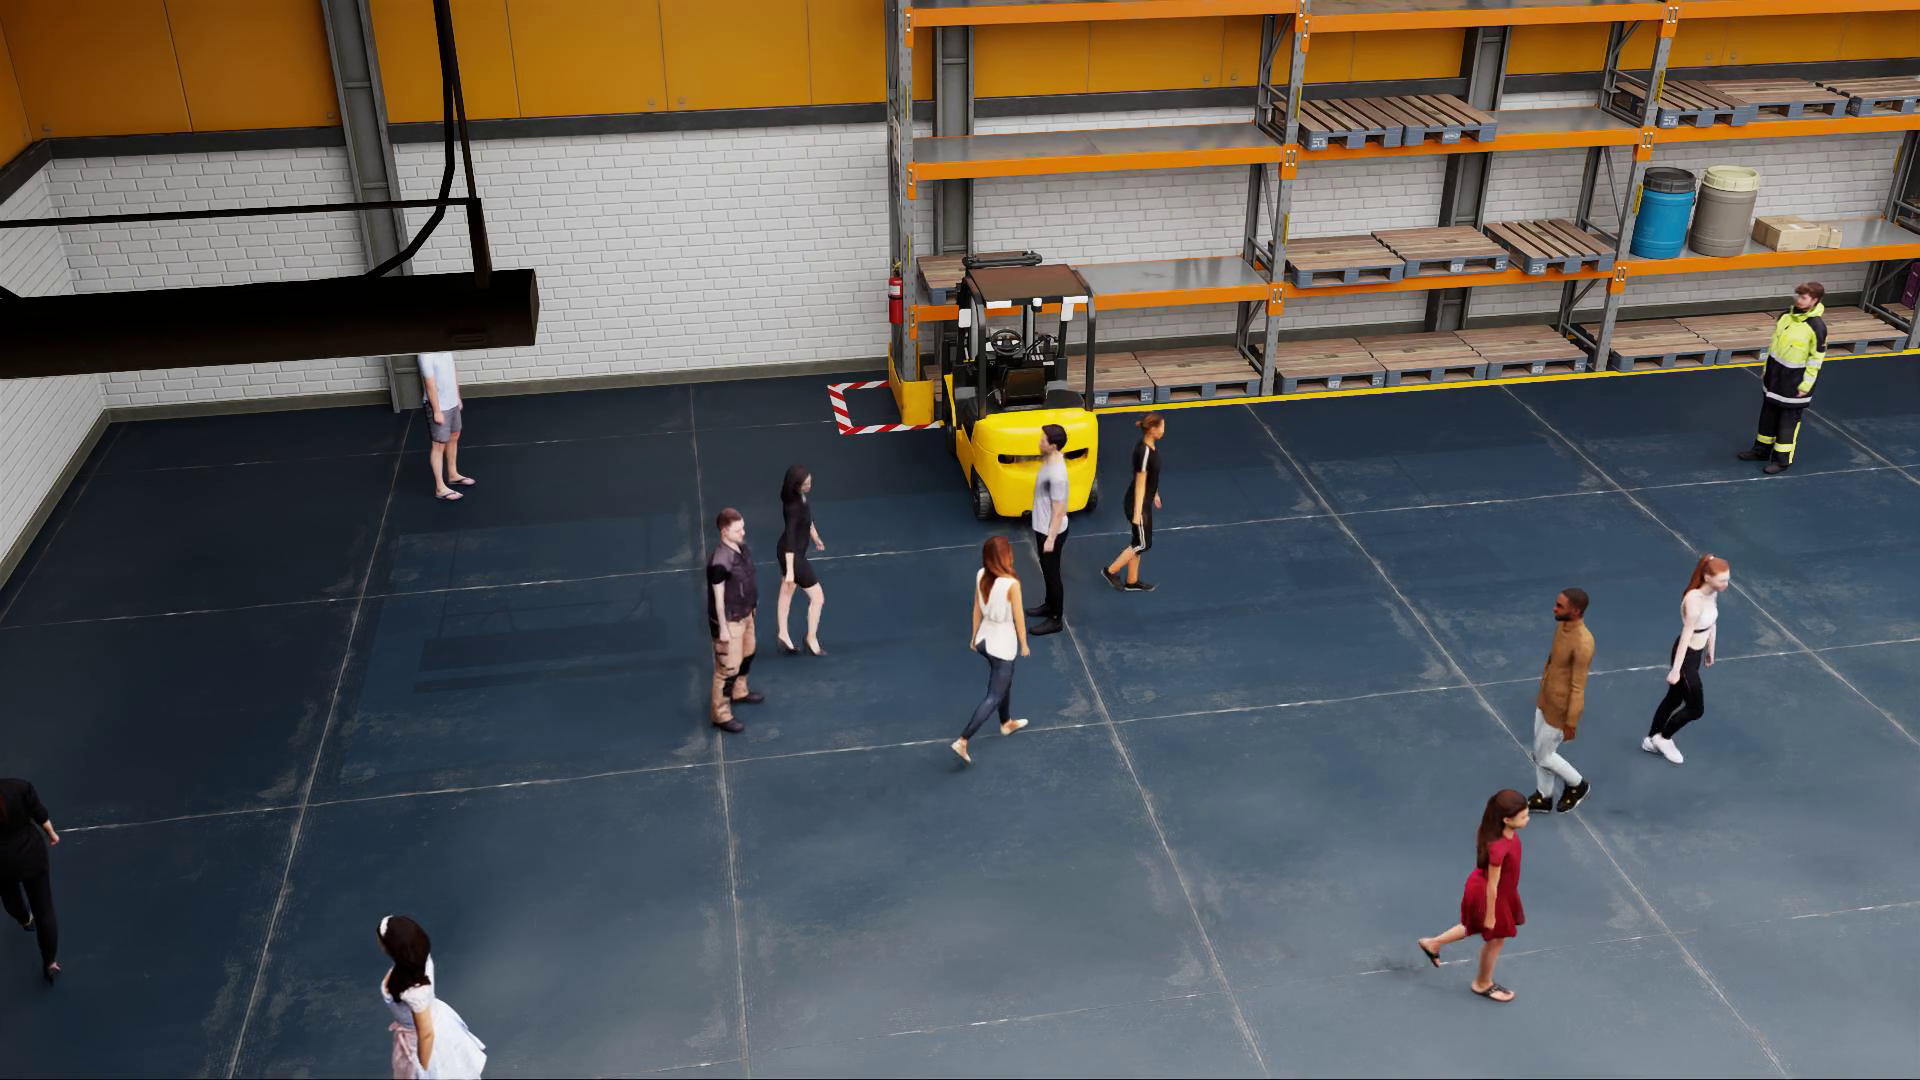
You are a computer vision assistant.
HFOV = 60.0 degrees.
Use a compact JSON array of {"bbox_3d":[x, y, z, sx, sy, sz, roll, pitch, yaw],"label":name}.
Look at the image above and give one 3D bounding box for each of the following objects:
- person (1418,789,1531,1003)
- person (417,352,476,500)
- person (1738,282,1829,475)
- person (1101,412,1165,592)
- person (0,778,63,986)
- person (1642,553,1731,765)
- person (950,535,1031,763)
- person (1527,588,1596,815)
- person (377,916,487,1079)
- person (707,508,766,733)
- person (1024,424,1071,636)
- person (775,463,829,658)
[{"bbox_3d":[3.138,2.119,10.048,0.927,1.537,0.777,9,30,17],"label":"person"},{"bbox_3d":[-5.000,-1.302,16.013,0.673,1.830,0.703,6,29,10],"label":"person"},{"bbox_3d":[8.221,-1.629,16.459,0.678,1.978,0.796,-9,30,-15],"label":"person"},{"bbox_3d":[1.486,-0.320,14.411,0.815,1.640,0.762,9,30,16],"label":"person"},{"bbox_3d":[-5.749,2.020,10.134,1.006,1.628,0.843,-13,31,-23],"label":"person"},{"bbox_3d":[5.229,0.853,12.157,0.820,1.739,0.747,22,35,34],"label":"person"},{"bbox_3d":[0.212,0.822,12.195,1.127,1.757,0.903,-21,35,-33],"label":"person"},{"bbox_3d":[4.249,1.147,11.552,0.780,1.803,0.710,-2,29,-3],"label":"person"},{"bbox_3d":[-2.790,2.678,8.737,0.765,1.810,0.745,-10,30,-17],"label":"person"},{"bbox_3d":[-1.750,0.562,12.596,0.741,1.830,0.764,6,29,11],"label":"person"},{"bbox_3d":[0.766,-0.100,13.775,0.589,1.864,0.691,-2,29,-3],"label":"person"},{"bbox_3d":[-1.411,0.184,13.342,0.661,1.778,0.629,-6,29,-10],"label":"person"}]
